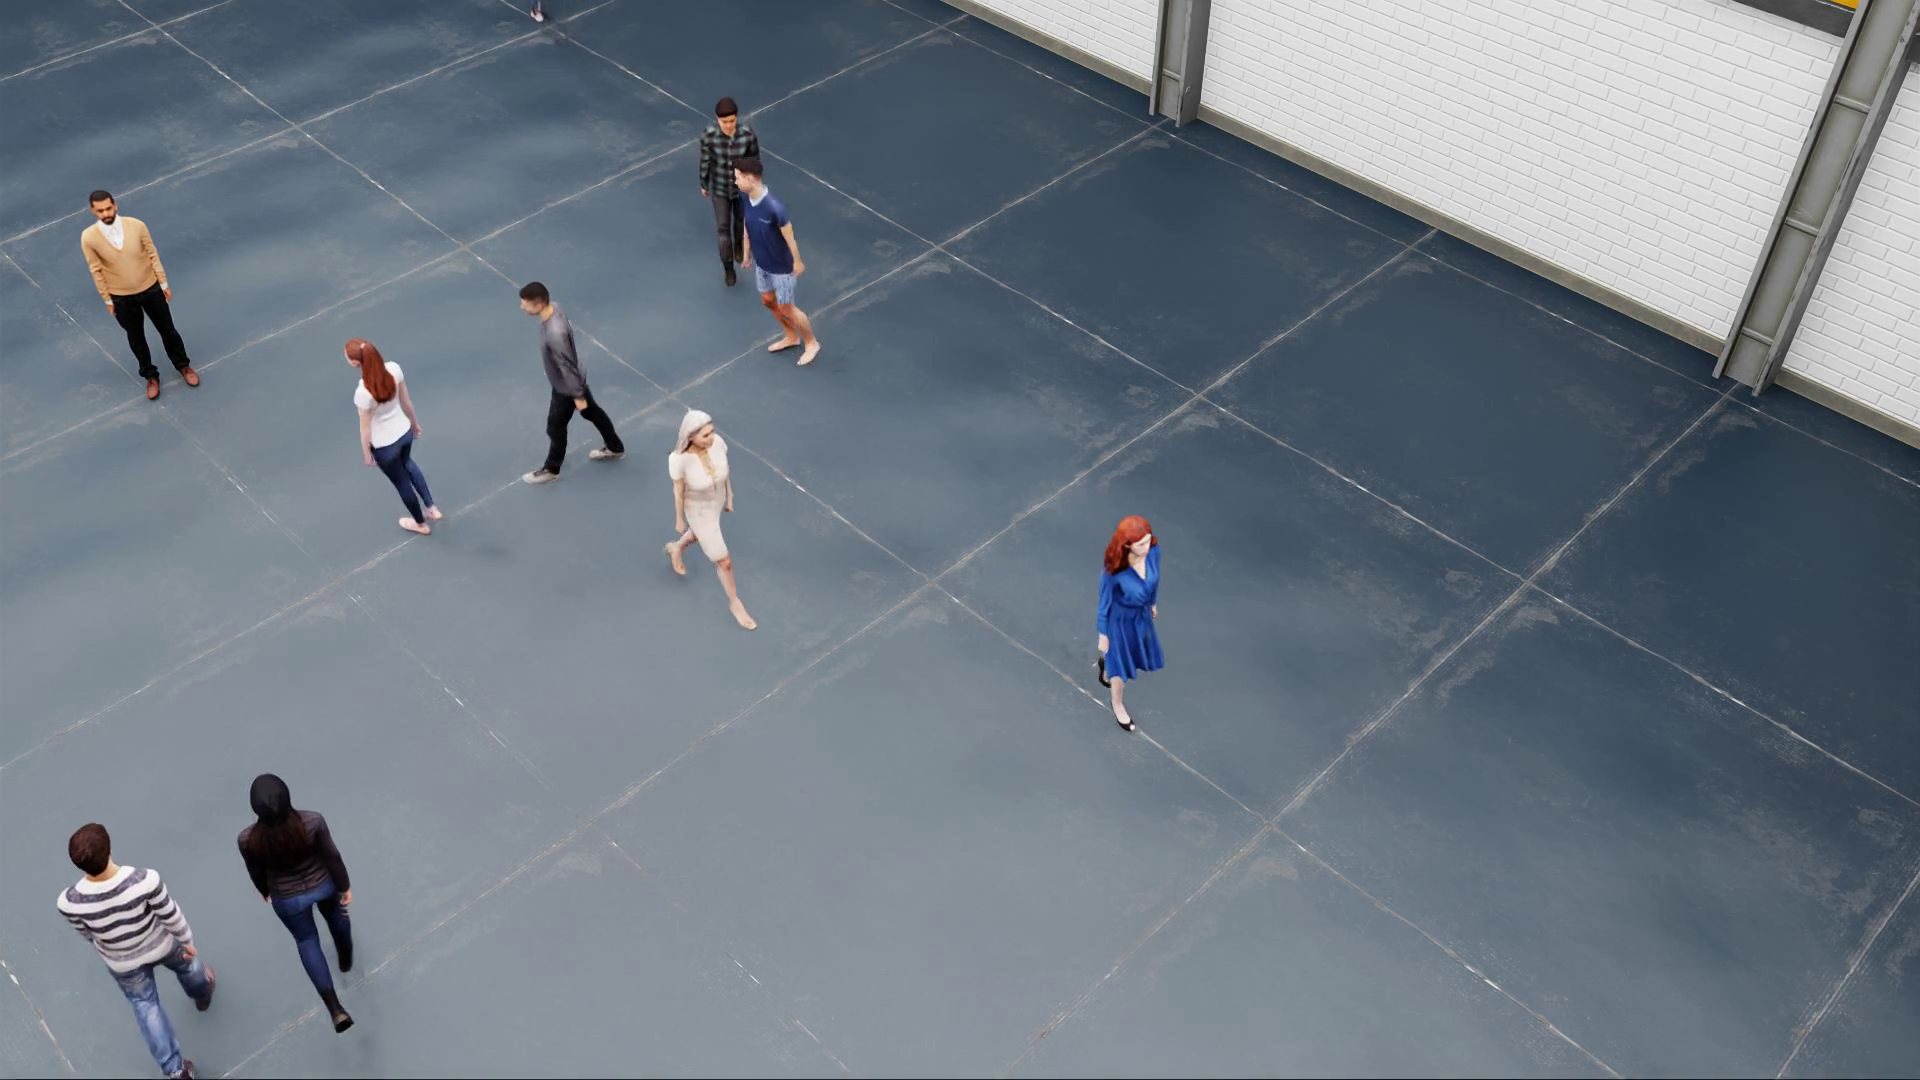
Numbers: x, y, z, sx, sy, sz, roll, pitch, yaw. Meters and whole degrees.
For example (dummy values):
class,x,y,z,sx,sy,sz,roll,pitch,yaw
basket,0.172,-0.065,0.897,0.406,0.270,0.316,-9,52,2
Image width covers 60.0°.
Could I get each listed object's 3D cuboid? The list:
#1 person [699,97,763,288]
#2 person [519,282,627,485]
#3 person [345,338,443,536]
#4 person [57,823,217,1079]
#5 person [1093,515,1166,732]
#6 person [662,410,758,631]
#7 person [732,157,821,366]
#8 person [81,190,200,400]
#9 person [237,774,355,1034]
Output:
class,x,y,z,sx,sy,sz,roll,pitch,yaw
person,-1.961,-3.095,14.216,1.010,1.689,1.119,-8,44,-8
person,-2.779,-1.164,12.117,1.072,1.725,1.102,-10,44,-10
person,-3.893,-0.679,11.605,0.675,1.730,0.674,20,47,19
person,-4.225,2.153,8.565,0.897,1.823,1.147,-18,47,-18
person,0.990,0.472,10.334,0.707,1.816,0.814,-26,49,-25
person,-1.764,-0.208,11.138,1.183,1.691,0.653,30,51,28
person,-1.413,-2.221,13.167,0.570,1.807,0.801,24,48,23
person,-6.394,-1.930,12.900,0.707,1.753,0.672,-23,48,-23
person,-3.473,1.935,8.864,0.837,1.726,1.110,-19,47,-19
